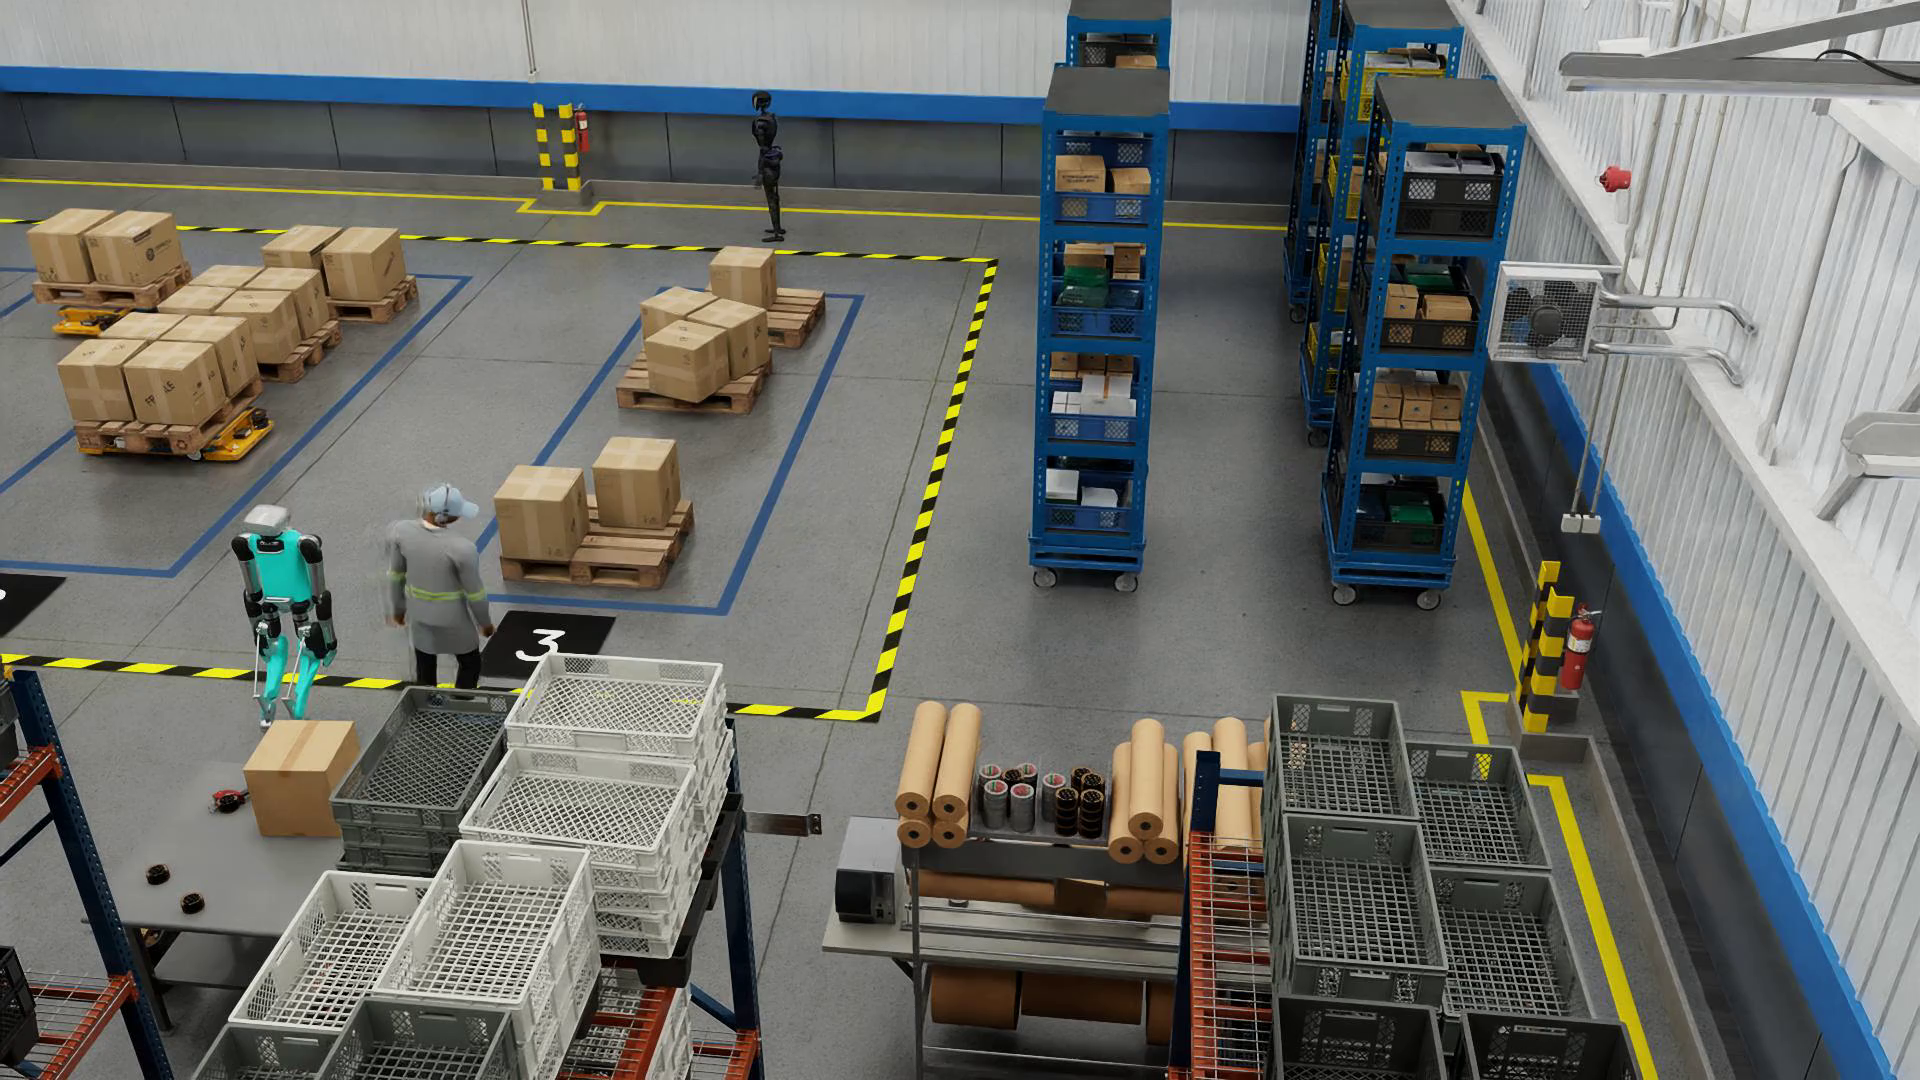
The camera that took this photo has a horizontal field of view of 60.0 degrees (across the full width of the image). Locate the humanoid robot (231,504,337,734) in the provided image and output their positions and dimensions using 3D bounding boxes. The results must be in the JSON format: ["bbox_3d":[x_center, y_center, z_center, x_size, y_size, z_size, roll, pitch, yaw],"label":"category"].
[{"bbox_3d":[-4.067,0.661,9.945,0.533,1.677,0.735,3,30,5],"label":"humanoid robot"}]

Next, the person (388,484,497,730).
[{"bbox_3d":[-3.258,0.457,10.363,0.728,1.809,0.393,9,31,15],"label":"person"}]

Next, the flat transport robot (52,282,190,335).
[{"bbox_3d":[-8.487,-2.442,16.840,0.652,0.197,1.431,3,30,6],"label":"flat transport robot"}]

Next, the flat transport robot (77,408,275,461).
[{"bbox_3d":[-6.728,-0.944,14.268,1.431,0.197,0.652,3,30,6],"label":"flat transport robot"}]

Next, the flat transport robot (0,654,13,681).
[{"bbox_3d":[-7.142,0.969,11.010,1.431,0.231,0.659,3,30,6],"label":"flat transport robot"}]

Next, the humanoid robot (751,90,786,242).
[{"bbox_3d":[-2.124,-4.127,18.347,0.315,1.657,0.599,2,30,4],"label":"humanoid robot"}]
